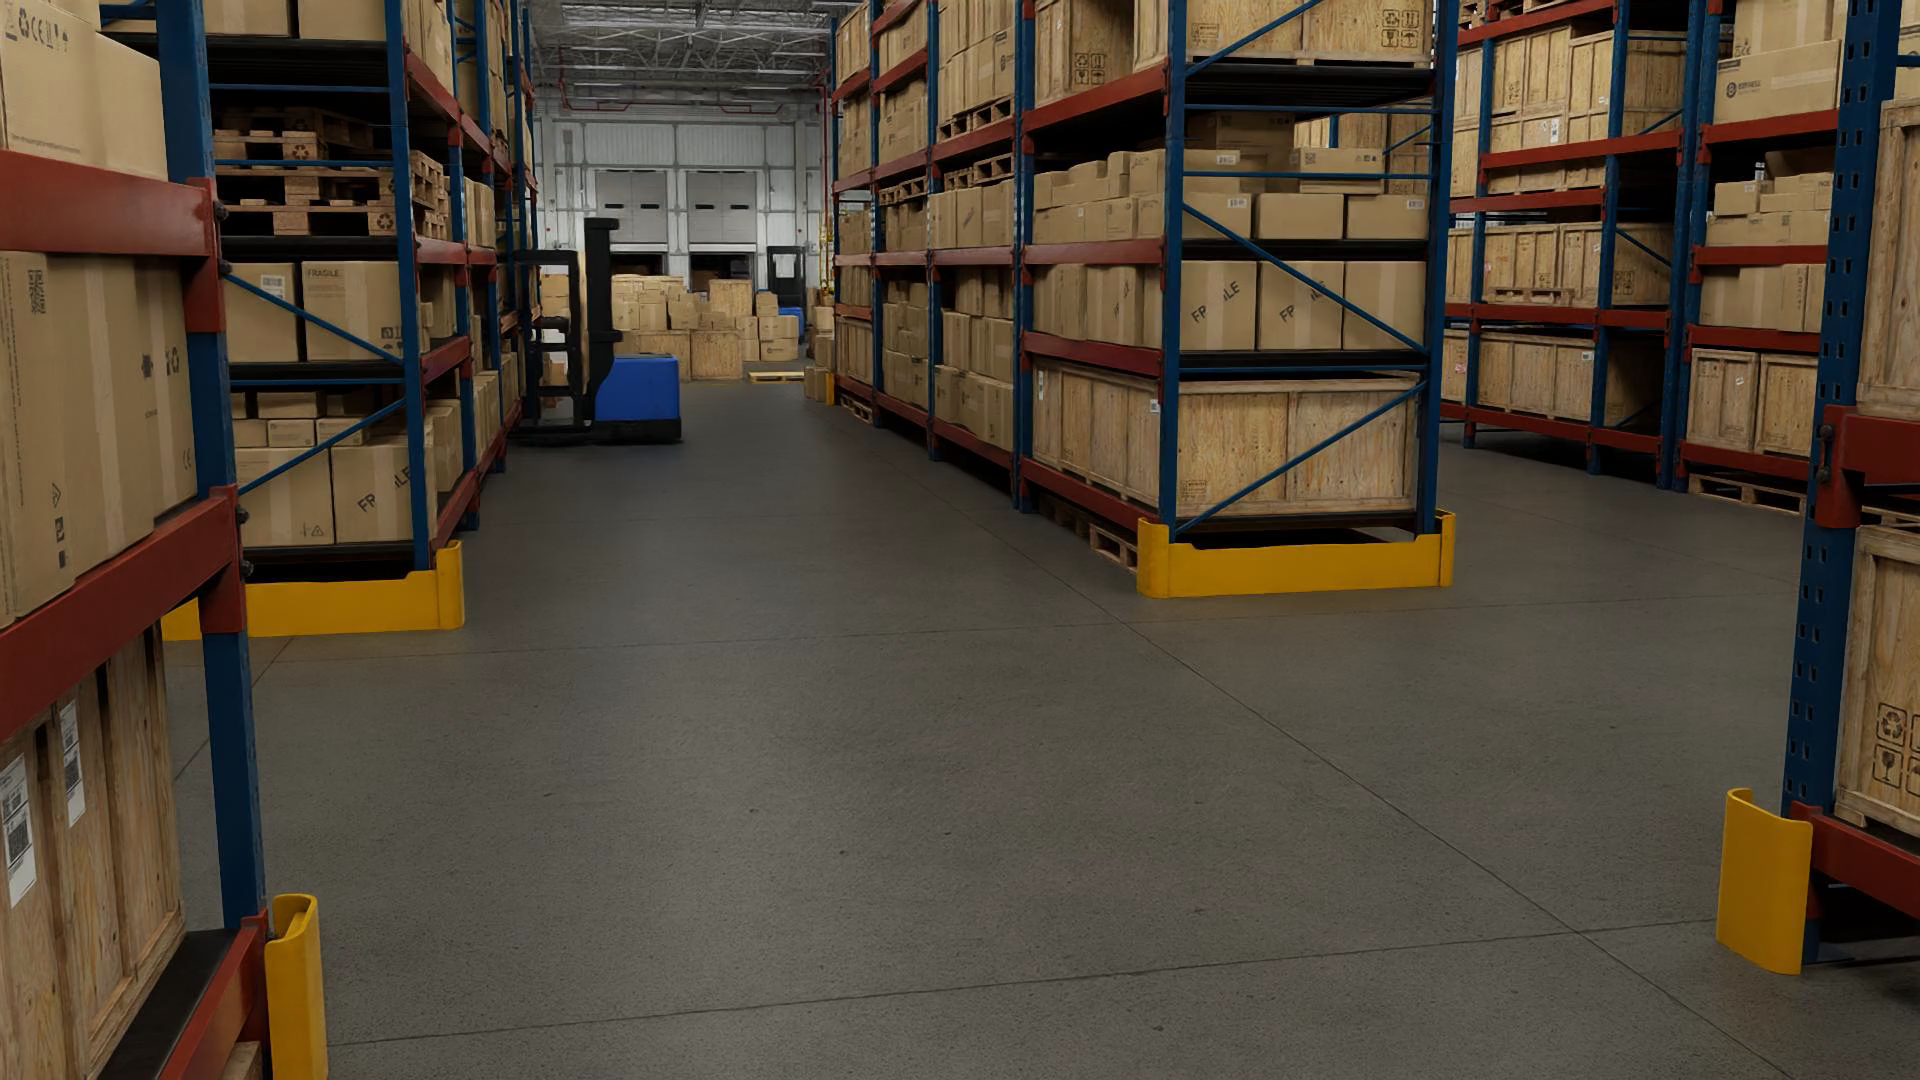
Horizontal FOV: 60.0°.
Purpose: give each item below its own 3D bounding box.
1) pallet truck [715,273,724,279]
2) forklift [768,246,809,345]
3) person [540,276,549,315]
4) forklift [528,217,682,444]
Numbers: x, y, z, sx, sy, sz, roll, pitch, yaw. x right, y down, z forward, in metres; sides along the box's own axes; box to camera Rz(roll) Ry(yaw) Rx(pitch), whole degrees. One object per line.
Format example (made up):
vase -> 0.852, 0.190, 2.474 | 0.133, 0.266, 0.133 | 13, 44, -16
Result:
pallet truck -> -8.580, -8.986, 62.280 | 1.885, 1.965, 0.823 | 1, 9, 5
forklift -> -4.953, -6.961, 47.256 | 1.129, 2.768, 1.873 | 0, 9, 2
person -> -14.168, -7.986, 56.391 | 0.363, 1.930, 0.587 | 5, 11, 28
forklift -> -4.523, -2.656, 21.012 | 1.873, 2.768, 1.129 | -2, 10, -12
